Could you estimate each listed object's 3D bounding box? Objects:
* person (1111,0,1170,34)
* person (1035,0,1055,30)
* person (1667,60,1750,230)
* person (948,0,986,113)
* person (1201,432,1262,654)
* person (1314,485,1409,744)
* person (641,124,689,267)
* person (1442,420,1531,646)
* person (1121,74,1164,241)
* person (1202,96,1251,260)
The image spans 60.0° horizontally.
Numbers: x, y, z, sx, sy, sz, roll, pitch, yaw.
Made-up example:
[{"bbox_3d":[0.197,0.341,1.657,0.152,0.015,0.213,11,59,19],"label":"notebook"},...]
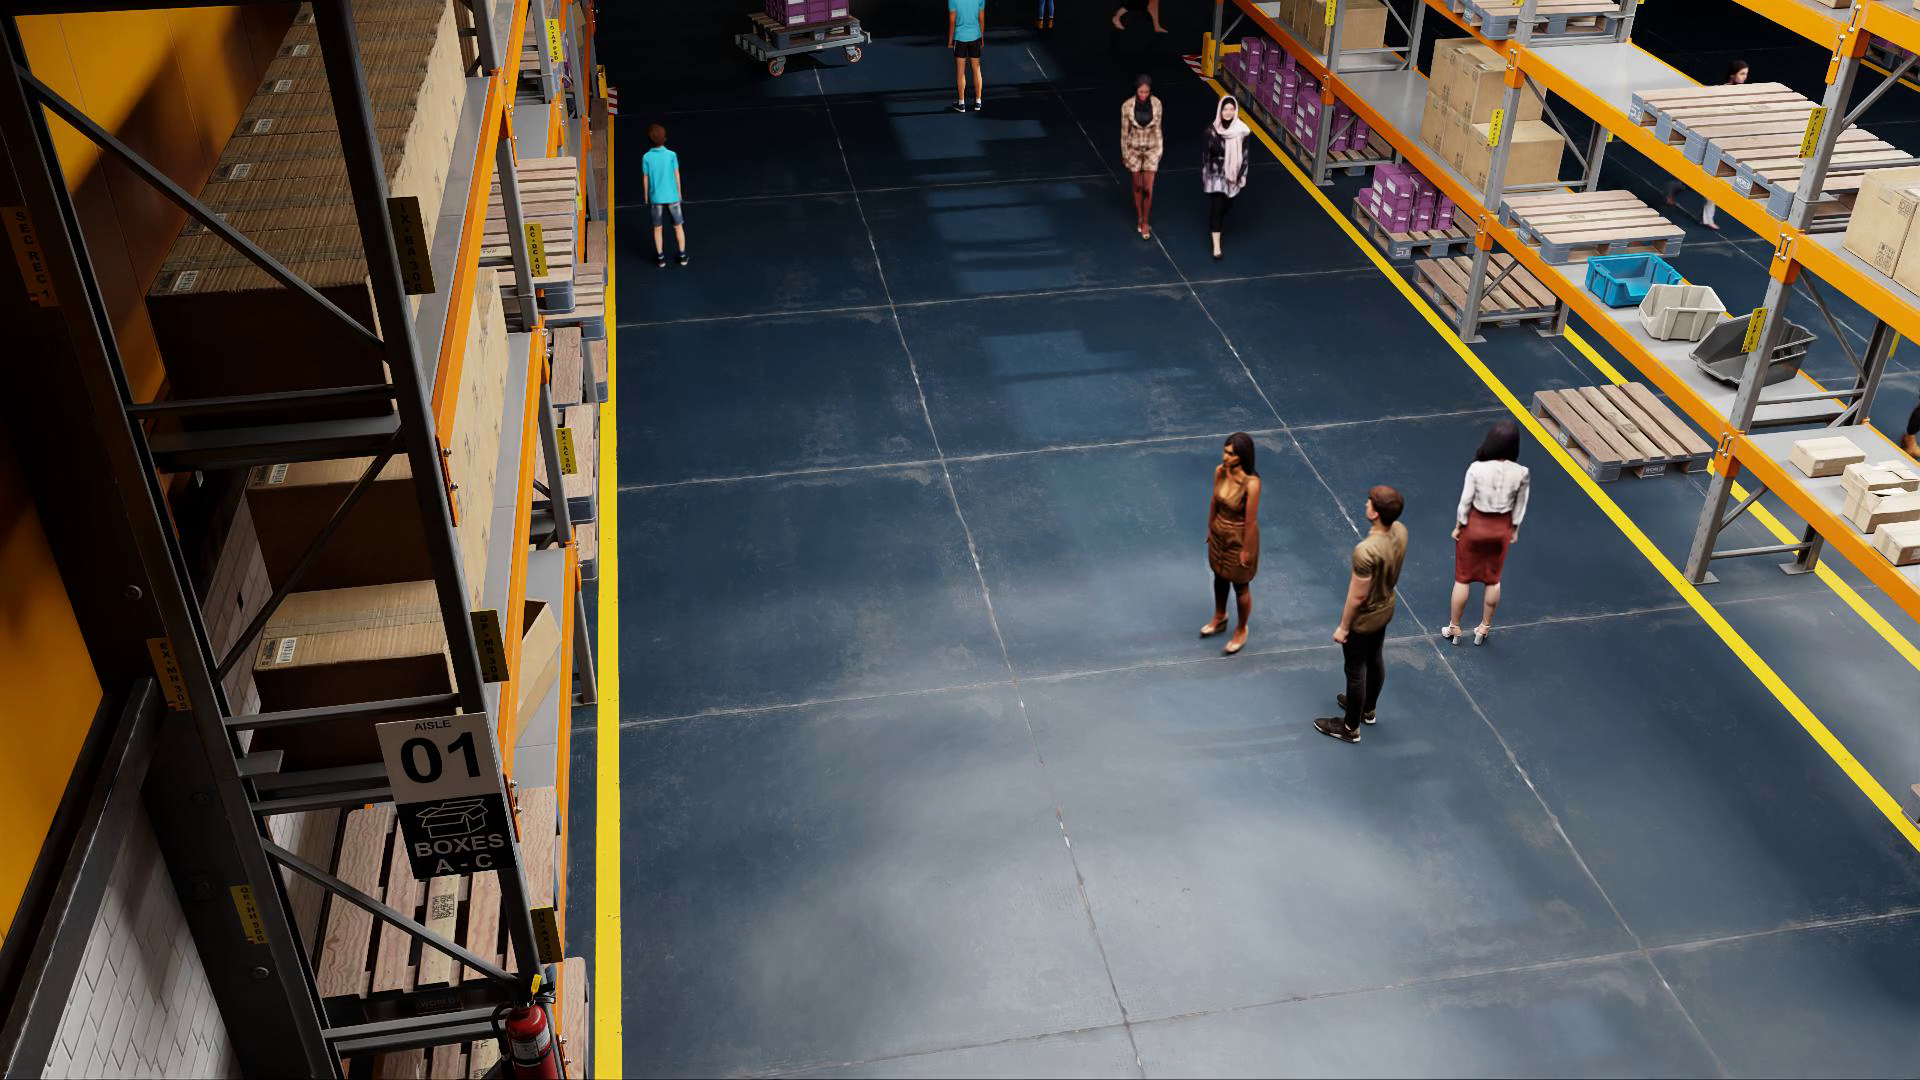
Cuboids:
[{"bbox_3d":[2.515,-7.915,23.317,1.021,1.595,1.081,14,36,20],"label":"person"},{"bbox_3d":[1.222,-7.928,23.646,0.482,1.251,0.491,-6,34,-8],"label":"person"},{"bbox_3d":[7.931,-4.204,17.590,0.736,1.753,0.981,-15,36,-21],"label":"person"},{"bbox_3d":[0.095,-6.200,20.571,0.623,1.777,0.526,-7,34,-11],"label":"person"},{"bbox_3d":[1.870,0.006,11.320,0.699,1.684,0.590,-23,40,-30],"label":"person"},{"bbox_3d":[2.576,0.458,10.488,0.780,1.851,0.749,26,42,34],"label":"person"},{"bbox_3d":[-2.989,-3.481,16.782,0.525,1.444,0.499,-7,34,-10],"label":"person"},{"bbox_3d":[3.570,-0.032,11.316,0.644,1.750,0.591,3,34,4],"label":"person"},{"bbox_3d":[1.886,-4.031,17.328,0.696,1.755,0.745,1,34,1],"label":"person"},{"bbox_3d":[2.716,-3.777,17.087,0.749,1.599,1.156,0,34,0],"label":"person"}]
